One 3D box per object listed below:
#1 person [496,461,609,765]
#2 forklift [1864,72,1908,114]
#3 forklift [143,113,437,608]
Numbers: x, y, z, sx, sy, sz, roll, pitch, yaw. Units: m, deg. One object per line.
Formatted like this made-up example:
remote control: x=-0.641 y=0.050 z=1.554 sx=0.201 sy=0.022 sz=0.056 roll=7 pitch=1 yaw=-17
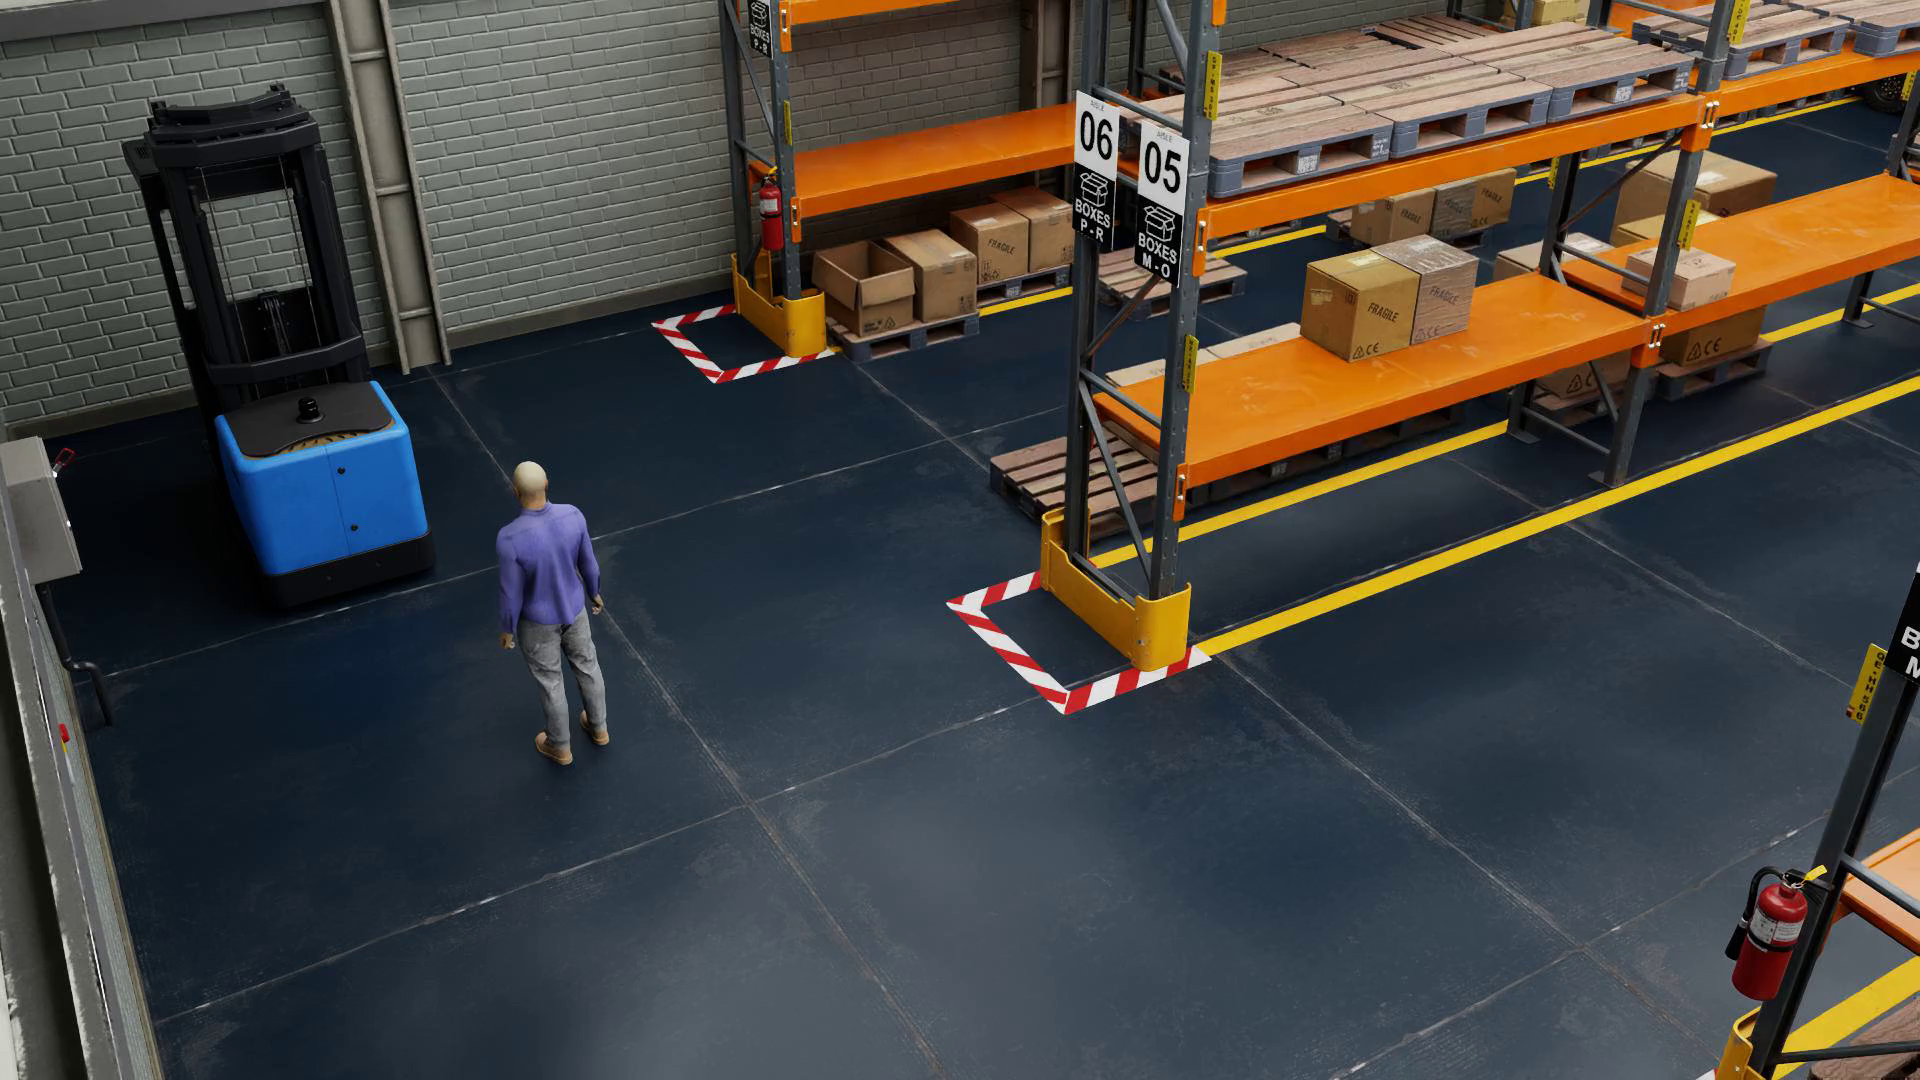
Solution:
person: x=-2.154 y=0.400 z=8.839 sx=0.603 sy=1.797 sz=0.375 roll=-25 pitch=40 yaw=-34
forklift: x=11.468 y=-5.645 z=18.244 sx=1.214 sy=2.155 sz=2.313 roll=-17 pitch=36 yaw=-26
forklift: x=-4.289 y=-1.259 z=10.509 sx=1.129 sy=2.768 sz=1.873 roll=-17 pitch=36 yaw=-26
